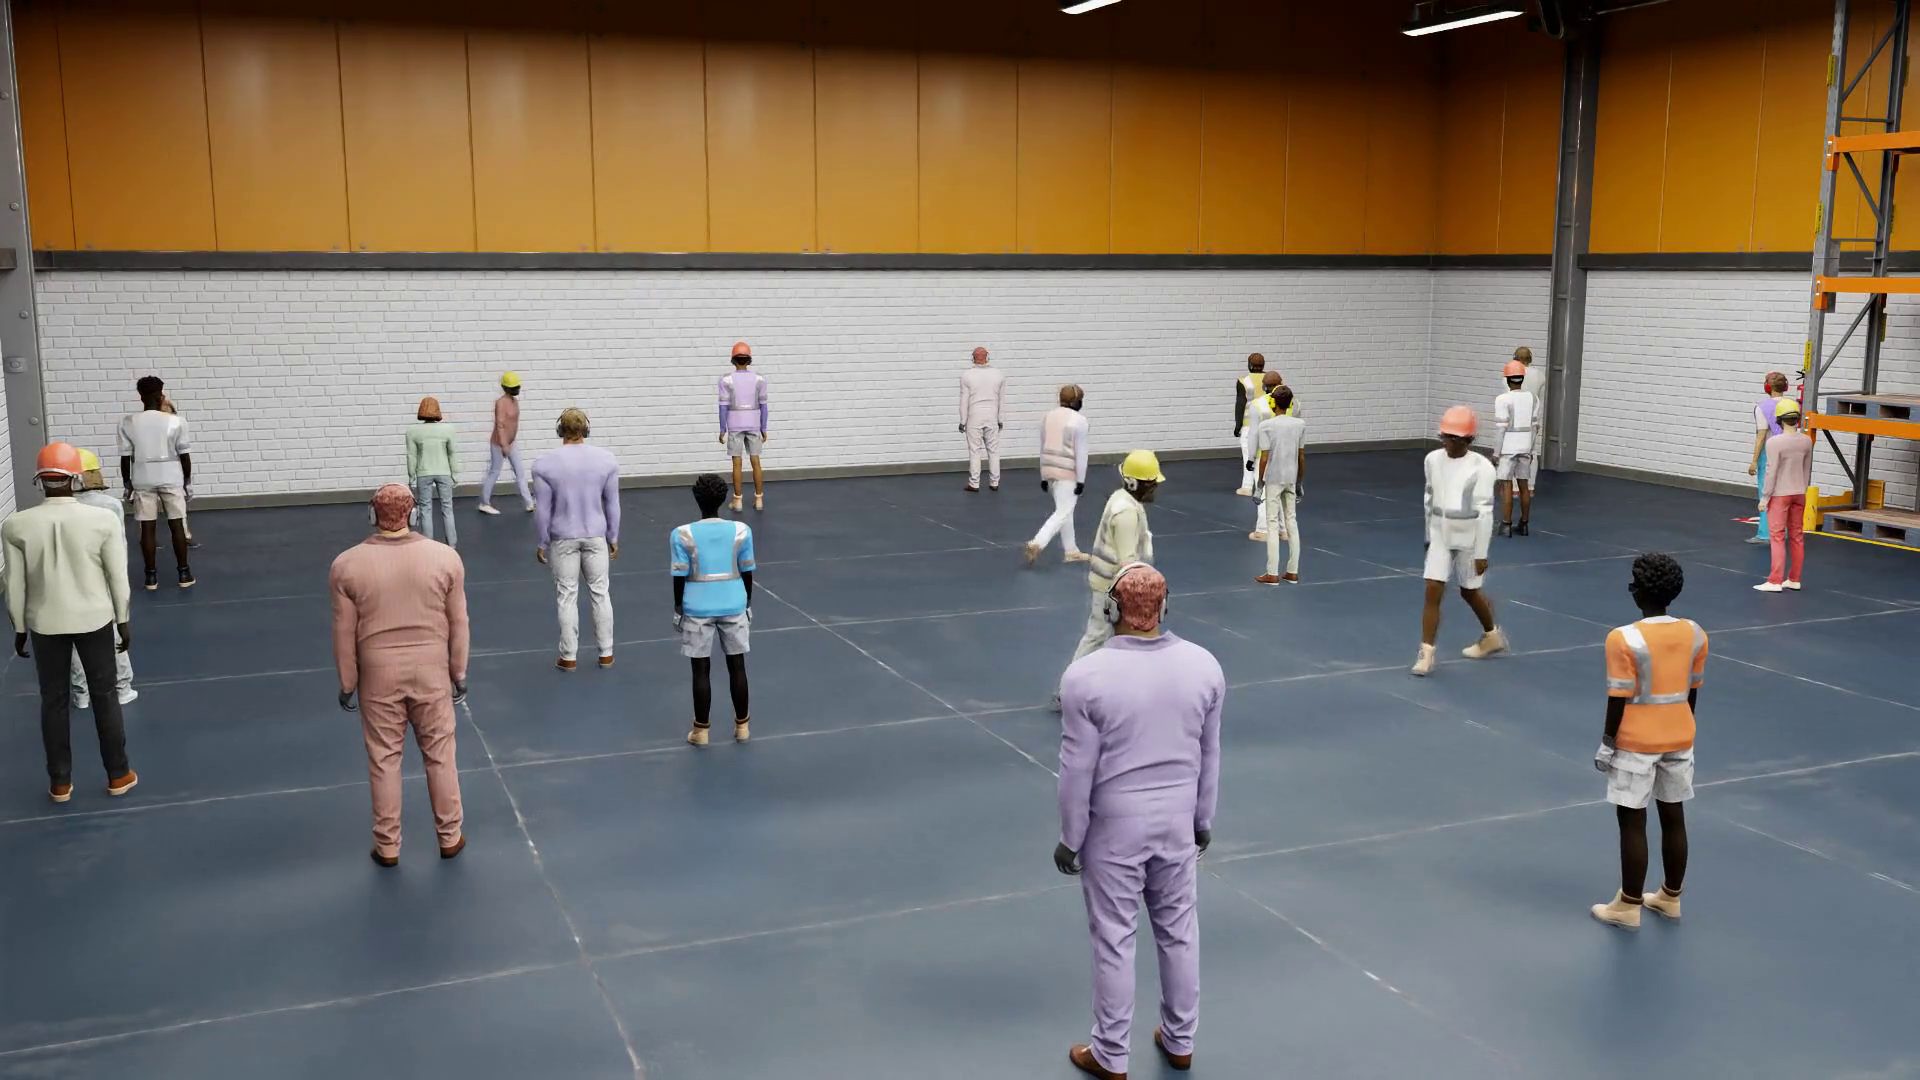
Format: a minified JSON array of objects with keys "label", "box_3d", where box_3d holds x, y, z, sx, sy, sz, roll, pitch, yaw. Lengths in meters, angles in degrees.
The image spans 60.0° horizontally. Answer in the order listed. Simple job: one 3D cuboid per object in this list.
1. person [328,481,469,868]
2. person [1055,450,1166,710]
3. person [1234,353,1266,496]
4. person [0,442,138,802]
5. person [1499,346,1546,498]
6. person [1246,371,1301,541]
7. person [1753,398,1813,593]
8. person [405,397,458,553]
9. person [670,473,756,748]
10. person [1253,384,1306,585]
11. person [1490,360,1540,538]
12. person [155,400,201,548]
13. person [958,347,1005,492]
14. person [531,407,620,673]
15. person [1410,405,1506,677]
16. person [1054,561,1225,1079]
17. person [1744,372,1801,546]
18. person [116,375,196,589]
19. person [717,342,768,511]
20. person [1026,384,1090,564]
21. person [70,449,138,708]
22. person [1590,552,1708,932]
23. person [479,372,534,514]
[{"label":"person","box_3d":[-2.760,0.661,8.241,0.642,1.909,0.399,-4,10,-21]},{"label":"person","box_3d":[1.089,0.285,10.918,0.947,1.764,0.636,1,9,9]},{"label":"person","box_3d":[3.807,-1.492,21.488,0.623,1.844,0.430,-4,10,-21]},{"label":"person","box_3d":[-4.934,0.453,9.231,0.612,1.994,0.394,-4,10,-21]},{"label":"person","box_3d":[7.171,-1.502,21.261,0.628,1.936,0.375,-4,10,-21]},{"label":"person","box_3d":[3.350,-0.902,17.918,0.623,1.841,0.430,-4,10,-21]},{"label":"person","box_3d":[7.470,-0.399,15.095,0.526,1.765,0.329,-4,10,-21]},{"label":"person","box_3d":[-5.362,-0.634,16.915,0.501,1.633,0.282,-4,10,-21]},{"label":"person","box_3d":[-1.519,0.435,10.241,0.536,1.696,0.322,-4,10,-21]},{"label":"person","box_3d":[2.962,-0.513,15.466,0.513,1.872,0.331,-4,10,-21]},{"label":"person","box_3d":[6.032,-0.992,18.172,0.547,1.934,0.376,-4,10,-21]},{"label":"person","box_3d":[-8.271,-0.672,17.289,0.790,1.571,0.513,3,10,17]},{"label":"person","box_3d":[0.270,-1.582,21.848,0.642,1.905,0.399,-4,10,-21]},{"label":"person","box_3d":[-2.794,0.001,12.144,0.628,1.939,0.375,-4,10,-21]},{"label":"person","box_3d":[3.669,-0.021,12.203,0.999,1.982,0.655,-8,12,-41]},{"label":"person","box_3d":[0.629,1.022,6.054,0.642,1.909,0.399,-4,10,-21]},{"label":"person","box_3d":[8.616,-0.851,17.598,0.564,1.842,0.392,-4,10,-21]},{"label":"person","box_3d":[-7.363,-0.525,15.252,0.608,1.963,0.370,-4,10,-21]},{"label":"person","box_3d":[-2.632,-1.367,20.115,0.609,2.044,0.397,-4,10,-21]},{"label":"person","box_3d":[0.967,-0.629,16.389,0.853,1.810,0.636,-7,12,-37]},{"label":"person","box_3d":[-5.853,0.258,11.184,0.487,1.741,0.313,-4,10,-21]},{"label":"person","box_3d":[3.070,0.900,7.423,0.536,1.696,0.322,-4,10,-21]},{"label":"person","box_3d":[-5.337,-1.137,19.708,0.893,1.707,0.560,2,10,14]}]
